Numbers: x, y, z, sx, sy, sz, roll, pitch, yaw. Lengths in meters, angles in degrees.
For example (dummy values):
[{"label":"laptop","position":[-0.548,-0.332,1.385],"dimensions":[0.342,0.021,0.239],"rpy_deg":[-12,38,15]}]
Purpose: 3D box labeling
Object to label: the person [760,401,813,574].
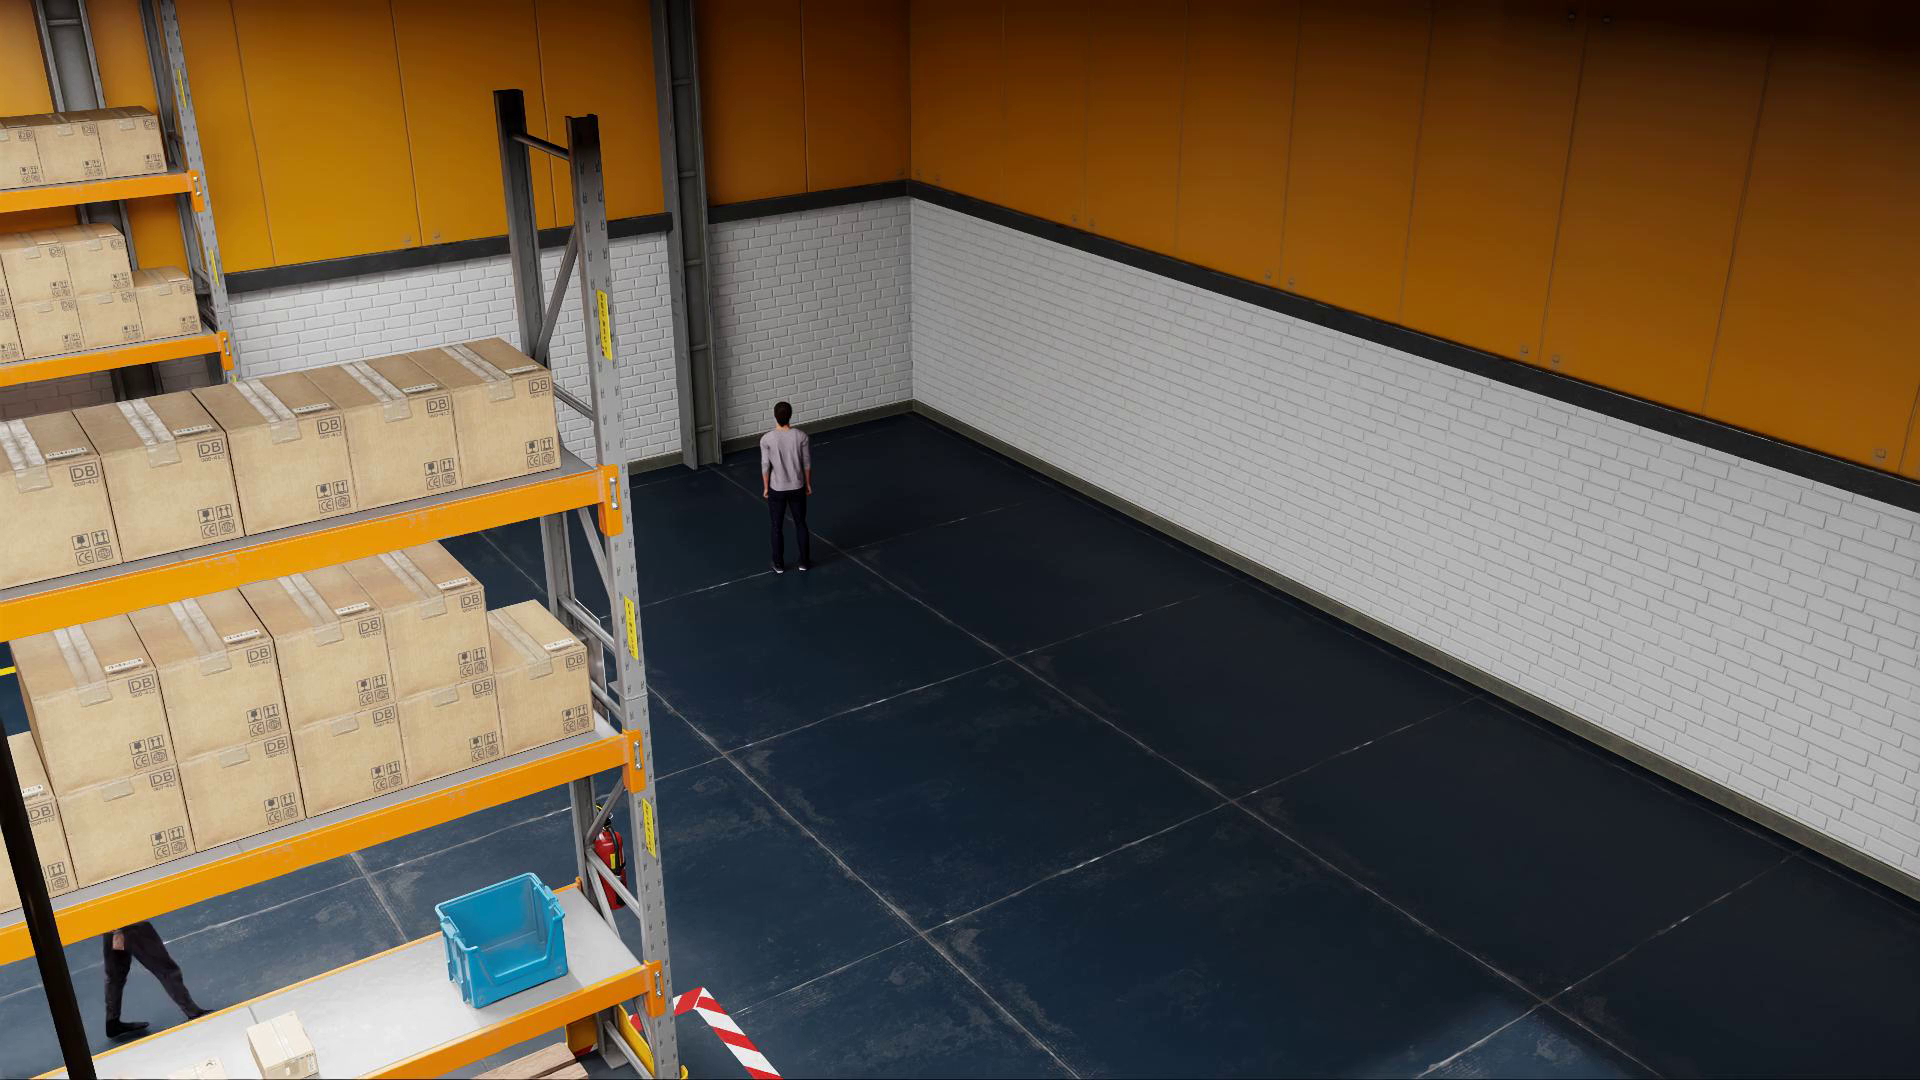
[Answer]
[{"label":"person","position":[-1.777,-0.550,17.069],"dimensions":[0.632,1.844,0.793],"rpy_deg":[-5,24,-11]}]
